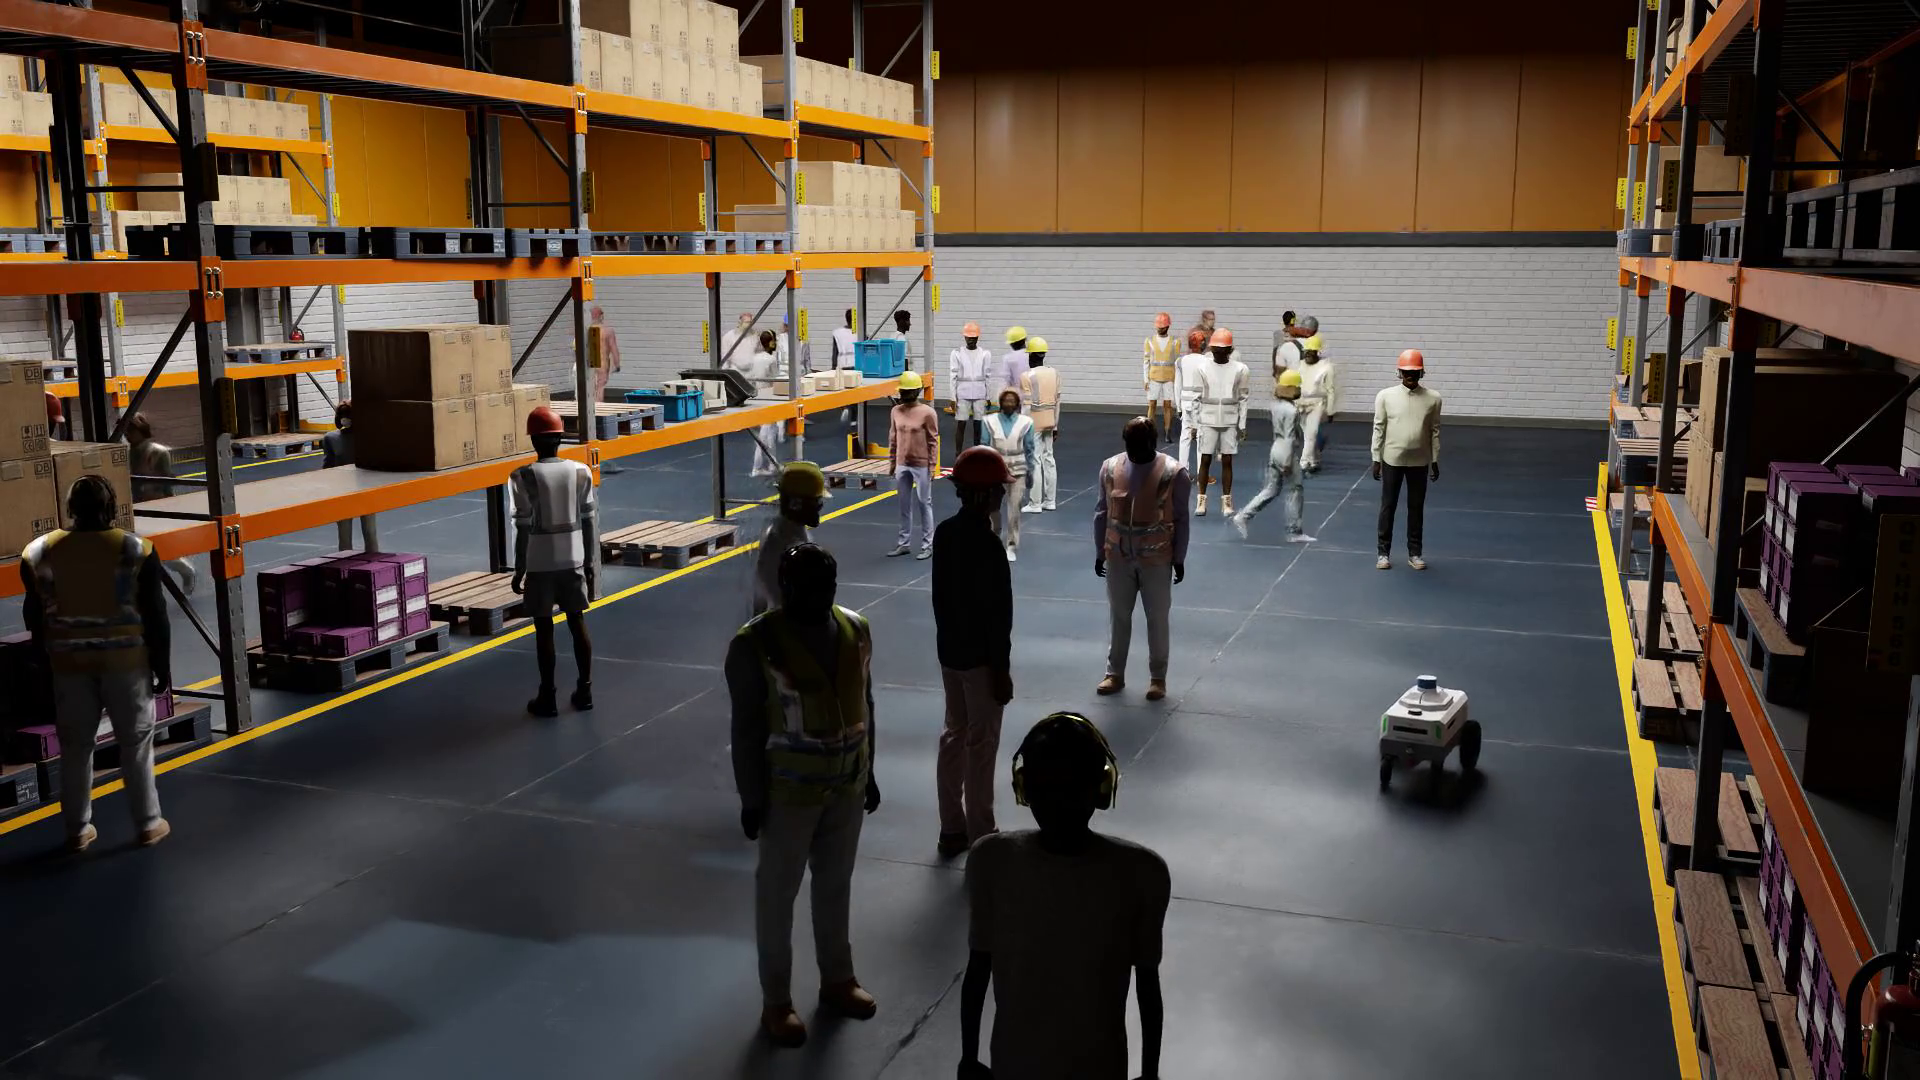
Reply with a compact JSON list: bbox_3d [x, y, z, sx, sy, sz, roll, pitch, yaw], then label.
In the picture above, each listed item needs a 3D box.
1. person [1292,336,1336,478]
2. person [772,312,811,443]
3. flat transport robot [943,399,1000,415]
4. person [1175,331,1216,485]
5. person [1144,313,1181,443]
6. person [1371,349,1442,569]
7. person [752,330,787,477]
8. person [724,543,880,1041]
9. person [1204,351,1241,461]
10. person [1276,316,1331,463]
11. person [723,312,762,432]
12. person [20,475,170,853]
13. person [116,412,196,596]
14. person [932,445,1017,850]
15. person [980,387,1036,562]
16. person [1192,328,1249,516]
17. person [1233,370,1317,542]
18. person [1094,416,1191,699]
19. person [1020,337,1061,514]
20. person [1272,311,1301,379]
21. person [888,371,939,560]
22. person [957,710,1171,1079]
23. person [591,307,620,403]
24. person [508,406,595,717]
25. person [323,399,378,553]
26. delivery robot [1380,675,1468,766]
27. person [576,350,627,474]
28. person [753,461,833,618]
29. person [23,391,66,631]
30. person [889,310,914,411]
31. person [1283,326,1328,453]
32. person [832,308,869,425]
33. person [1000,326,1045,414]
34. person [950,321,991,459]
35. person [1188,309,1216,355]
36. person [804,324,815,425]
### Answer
[{"bbox_3d":[4.376,-1.668,20.942,0.935,1.781,0.593,-10,14,-44],"label":"person"},{"bbox_3d":[-2.500,-2.399,24.594,0.615,1.945,0.403,-4,11,-21],"label":"person"},{"bbox_3d":[0.490,-2.330,28.927,1.431,0.197,0.652,-5,11,-27],"label":"flat transport robot"},{"bbox_3d":[2.894,-1.610,20.331,0.574,1.885,0.355,8,13,38],"label":"person"},{"bbox_3d":[2.982,-2.382,24.555,0.546,1.928,0.385,1,10,8],"label":"person"},{"bbox_3d":[4.031,-0.725,15.029,0.622,1.994,0.381,0,10,2],"label":"person"},{"bbox_3d":[-2.372,-1.733,21.131,0.775,1.836,0.500,-8,13,-38],"label":"person"},{"bbox_3d":[-0.554,0.918,6.212,0.633,1.843,0.429,-8,13,-39],"label":"person"},{"bbox_3d":[3.578,-1.991,22.758,0.509,1.797,0.995,0,10,0],"label":"person"},{"bbox_3d":[4.545,-2.008,22.129,0.742,2.000,0.783,2,10,9],"label":"person"},{"bbox_3d":[-3.454,-2.664,26.270,0.671,1.883,0.566,-5,11,-27],"label":"person"},{"bbox_3d":[-4.148,0.598,8.056,0.620,1.836,0.430,-2,10,-13],"label":"person"},{"bbox_3d":[-6.467,-0.231,13.330,0.516,1.621,0.567,2,10,11],"label":"person"},{"bbox_3d":[0.081,0.545,7.875,0.379,1.996,0.610,-5,11,-27],"label":"person"},{"bbox_3d":[0.440,-0.605,15.372,0.537,1.623,0.366,1,10,4],"label":"person"},{"bbox_3d":[2.801,-1.264,17.938,0.609,2.040,0.395,1,10,6],"label":"person"},{"bbox_3d":[3.118,-0.817,16.353,0.749,1.723,0.489,-2,10,-12],"label":"person"},{"bbox_3d":[1.159,0.113,10.766,0.633,1.834,0.429,4,11,23],"label":"person"},{"bbox_3d":[0.843,-1.250,18.181,0.594,1.925,0.379,-10,14,-43],"label":"person"},{"bbox_3d":[5.305,-2.772,26.936,0.518,1.865,0.330,6,12,30],"label":"person"},{"bbox_3d":[-0.445,-0.694,15.505,0.528,1.765,0.328,7,12,33],"label":"person"},{"bbox_3d":[0.230,1.310,3.922,0.507,1.872,0.329,1,10,8],"label":"person"},{"bbox_3d":[-6.061,-2.987,28.096,0.683,1.871,0.880,2,10,9],"label":"person"},{"bbox_3d":[-2.549,0.130,10.382,0.550,1.933,0.373,-7,12,-35],"label":"person"},{"bbox_3d":[-5.143,-0.384,14.128,0.500,1.633,0.286,0,10,-2],"label":"person"},{"bbox_3d":[2.561,0.990,9.155,0.477,0.478,0.707,5,11,28],"label":"delivery robot"},{"bbox_3d":[-4.608,-1.692,21.176,0.786,1.733,0.553,-3,10,-14],"label":"person"},{"bbox_3d":[-0.863,0.490,8.704,0.428,1.808,0.602,0,10,-1],"label":"person"},{"bbox_3d":[-6.321,-0.071,11.537,0.374,1.928,0.542,1,10,4],"label":"person"},{"bbox_3d":[-0.873,-2.451,24.829,0.367,1.966,0.603,-4,11,-21],"label":"person"},{"bbox_3d":[4.693,-2.037,22.938,0.671,1.826,0.569,-1,10,-6],"label":"person"},{"bbox_3d":[-1.760,-2.799,26.970,0.622,1.899,0.462,0,10,1],"label":"person"},{"bbox_3d":[0.874,-1.783,21.298,0.737,1.900,0.552,-3,11,-17],"label":"person"},{"bbox_3d":[0.147,-1.883,21.721,0.552,1.932,0.377,-2,10,-10],"label":"person"},{"bbox_3d":[3.954,-2.849,27.316,0.685,1.883,0.558,-9,13,-41],"label":"person"},{"bbox_3d":[-2.591,-2.761,27.130,0.298,1.772,0.533,-8,13,-38],"label":"person"}]
